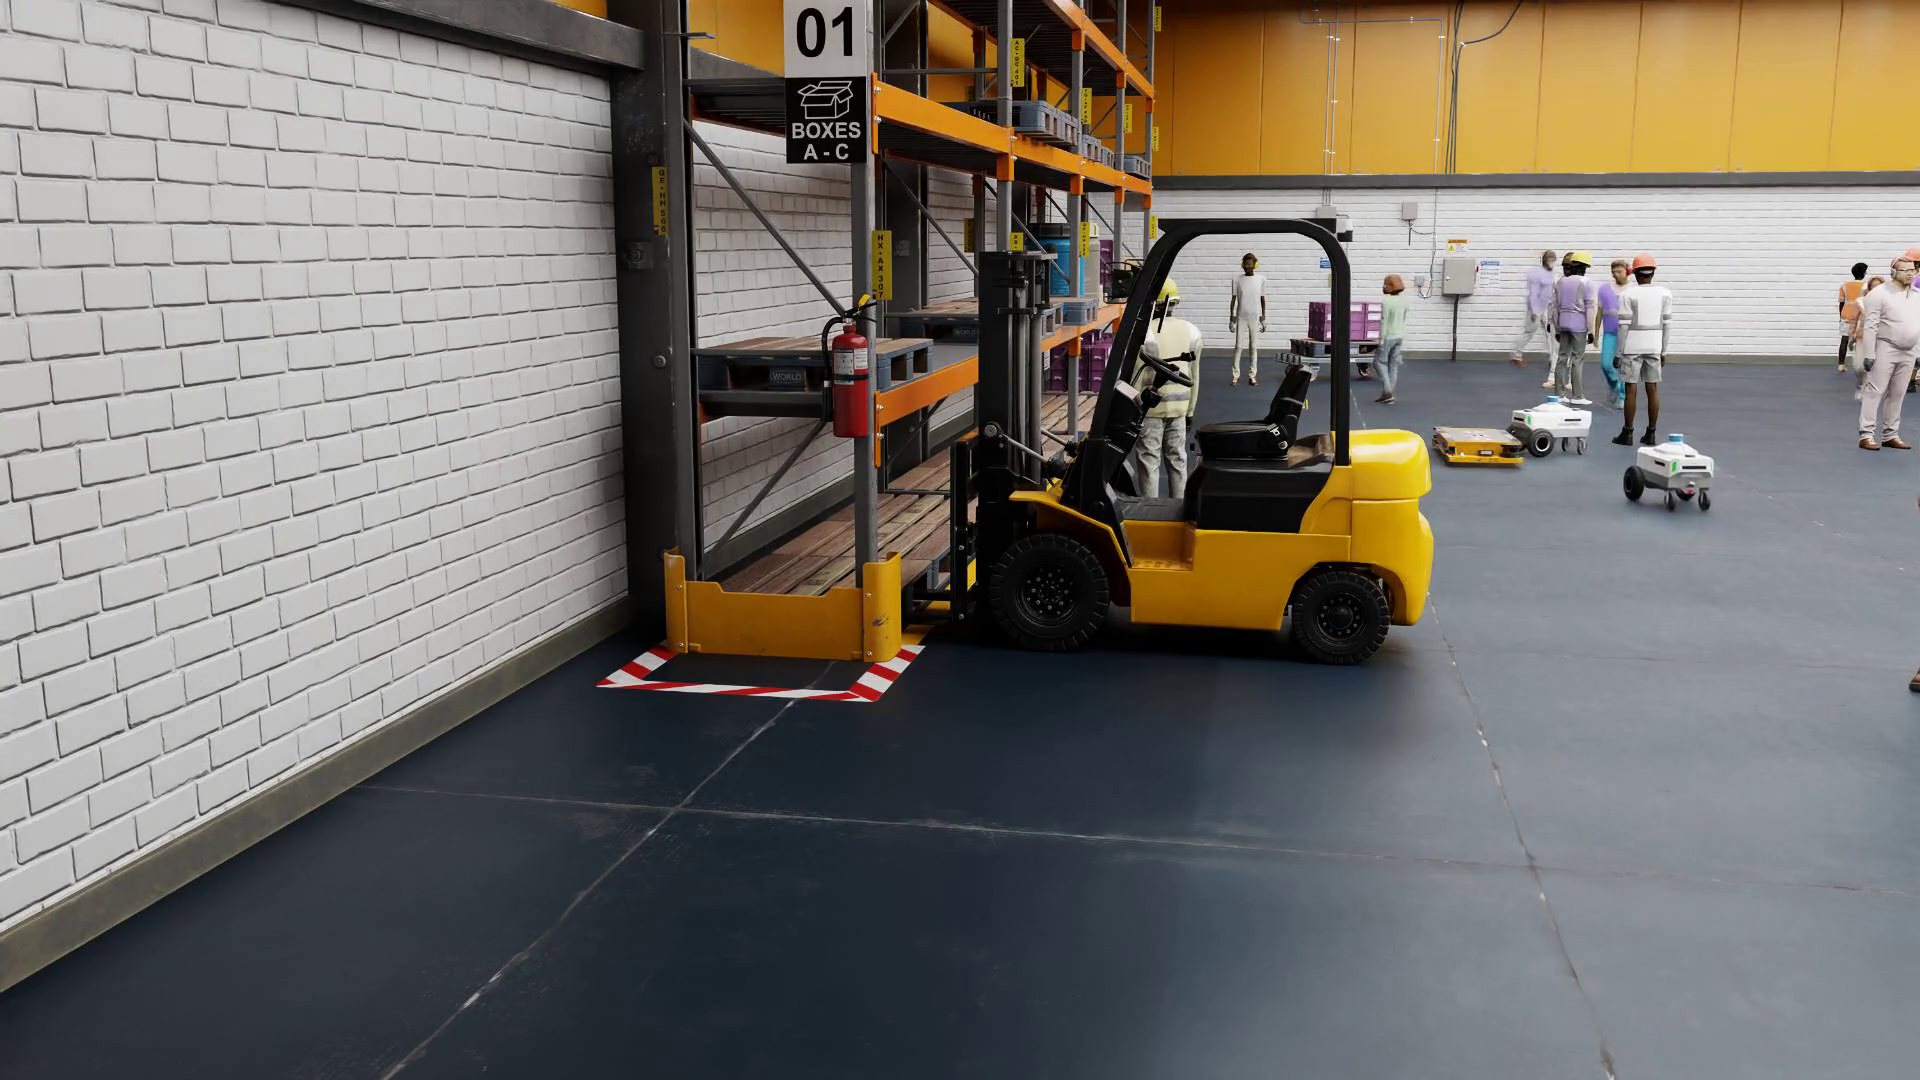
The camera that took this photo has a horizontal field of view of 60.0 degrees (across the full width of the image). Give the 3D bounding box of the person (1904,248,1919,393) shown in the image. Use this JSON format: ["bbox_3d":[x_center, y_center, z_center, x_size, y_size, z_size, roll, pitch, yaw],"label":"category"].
[{"bbox_3d":[12.778,-2.956,22.421,0.354,1.942,0.545,0,10,3],"label":"person"}]

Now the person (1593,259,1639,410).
[{"bbox_3d":[8.032,-2.492,20.197,0.673,1.822,0.437,7,12,33],"label":"person"}]

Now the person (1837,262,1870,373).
[{"bbox_3d":[13.795,-3.418,25.624,0.321,1.697,0.530,-7,13,-35],"label":"person"}]

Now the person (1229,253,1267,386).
[{"bbox_3d":[4.056,-3.096,23.410,0.521,1.863,0.319,1,10,4],"label":"person"}]

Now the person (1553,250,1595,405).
[{"bbox_3d":[7.691,-2.651,20.811,0.384,1.919,0.584,-6,12,-30],"label":"person"}]

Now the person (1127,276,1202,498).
[{"bbox_3d":[1.367,-0.902,11.451,0.592,1.837,0.404,-5,12,-27],"label":"person"}]

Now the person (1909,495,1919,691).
[{"bbox_3d":[4.684,-0.236,7.530,0.627,1.936,0.375,7,12,33],"label":"person"}]

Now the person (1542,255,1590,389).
[{"bbox_3d":[8.366,-2.996,22.934,0.429,1.838,0.622,-9,14,-41],"label":"person"}]

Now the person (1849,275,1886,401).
[{"bbox_3d":[11.278,-2.460,20.566,0.526,1.625,0.455,7,12,32],"label":"person"}]

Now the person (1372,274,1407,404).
[{"bbox_3d":[5.366,-2.503,20.800,0.522,1.631,0.358,-8,13,-38],"label":"person"}]

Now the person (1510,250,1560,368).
[{"bbox_3d":[9.165,-3.618,26.227,0.664,1.877,1.049,-5,12,-27],"label":"person"}]

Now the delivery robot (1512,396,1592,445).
[{"bbox_3d":[5.703,-1.142,16.025,0.707,0.478,0.477,-2,10,-12],"label":"delivery robot"}]

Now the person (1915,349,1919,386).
[{"bbox_3d":[13.668,-3.091,23.388,0.521,1.862,0.336,-9,14,-40],"label":"person"}]

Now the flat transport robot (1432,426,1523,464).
[{"bbox_3d":[4.888,-0.906,15.767,0.652,0.197,1.431,2,11,10],"label":"flat transport robot"}]

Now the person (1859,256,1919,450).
[{"bbox_3d":[9.190,-1.831,16.354,0.652,1.906,0.403,-3,11,-14],"label":"person"}]

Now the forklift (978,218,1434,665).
[{"bbox_3d":[1.285,-0.567,8.635,2.313,2.155,1.214,2,11,11],"label":"forklift"}]

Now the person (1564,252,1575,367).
[{"bbox_3d":[9.818,-3.715,26.851,0.429,1.846,0.629,3,11,16],"label":"person"}]

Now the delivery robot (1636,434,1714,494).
[{"bbox_3d":[5.567,-0.583,12.962,0.477,0.478,0.707,0,10,-1],"label":"delivery robot"}]

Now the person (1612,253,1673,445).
[{"bbox_3d":[6.837,-1.910,16.726,0.543,1.928,0.374,-1,10,-3],"label":"person"}]
